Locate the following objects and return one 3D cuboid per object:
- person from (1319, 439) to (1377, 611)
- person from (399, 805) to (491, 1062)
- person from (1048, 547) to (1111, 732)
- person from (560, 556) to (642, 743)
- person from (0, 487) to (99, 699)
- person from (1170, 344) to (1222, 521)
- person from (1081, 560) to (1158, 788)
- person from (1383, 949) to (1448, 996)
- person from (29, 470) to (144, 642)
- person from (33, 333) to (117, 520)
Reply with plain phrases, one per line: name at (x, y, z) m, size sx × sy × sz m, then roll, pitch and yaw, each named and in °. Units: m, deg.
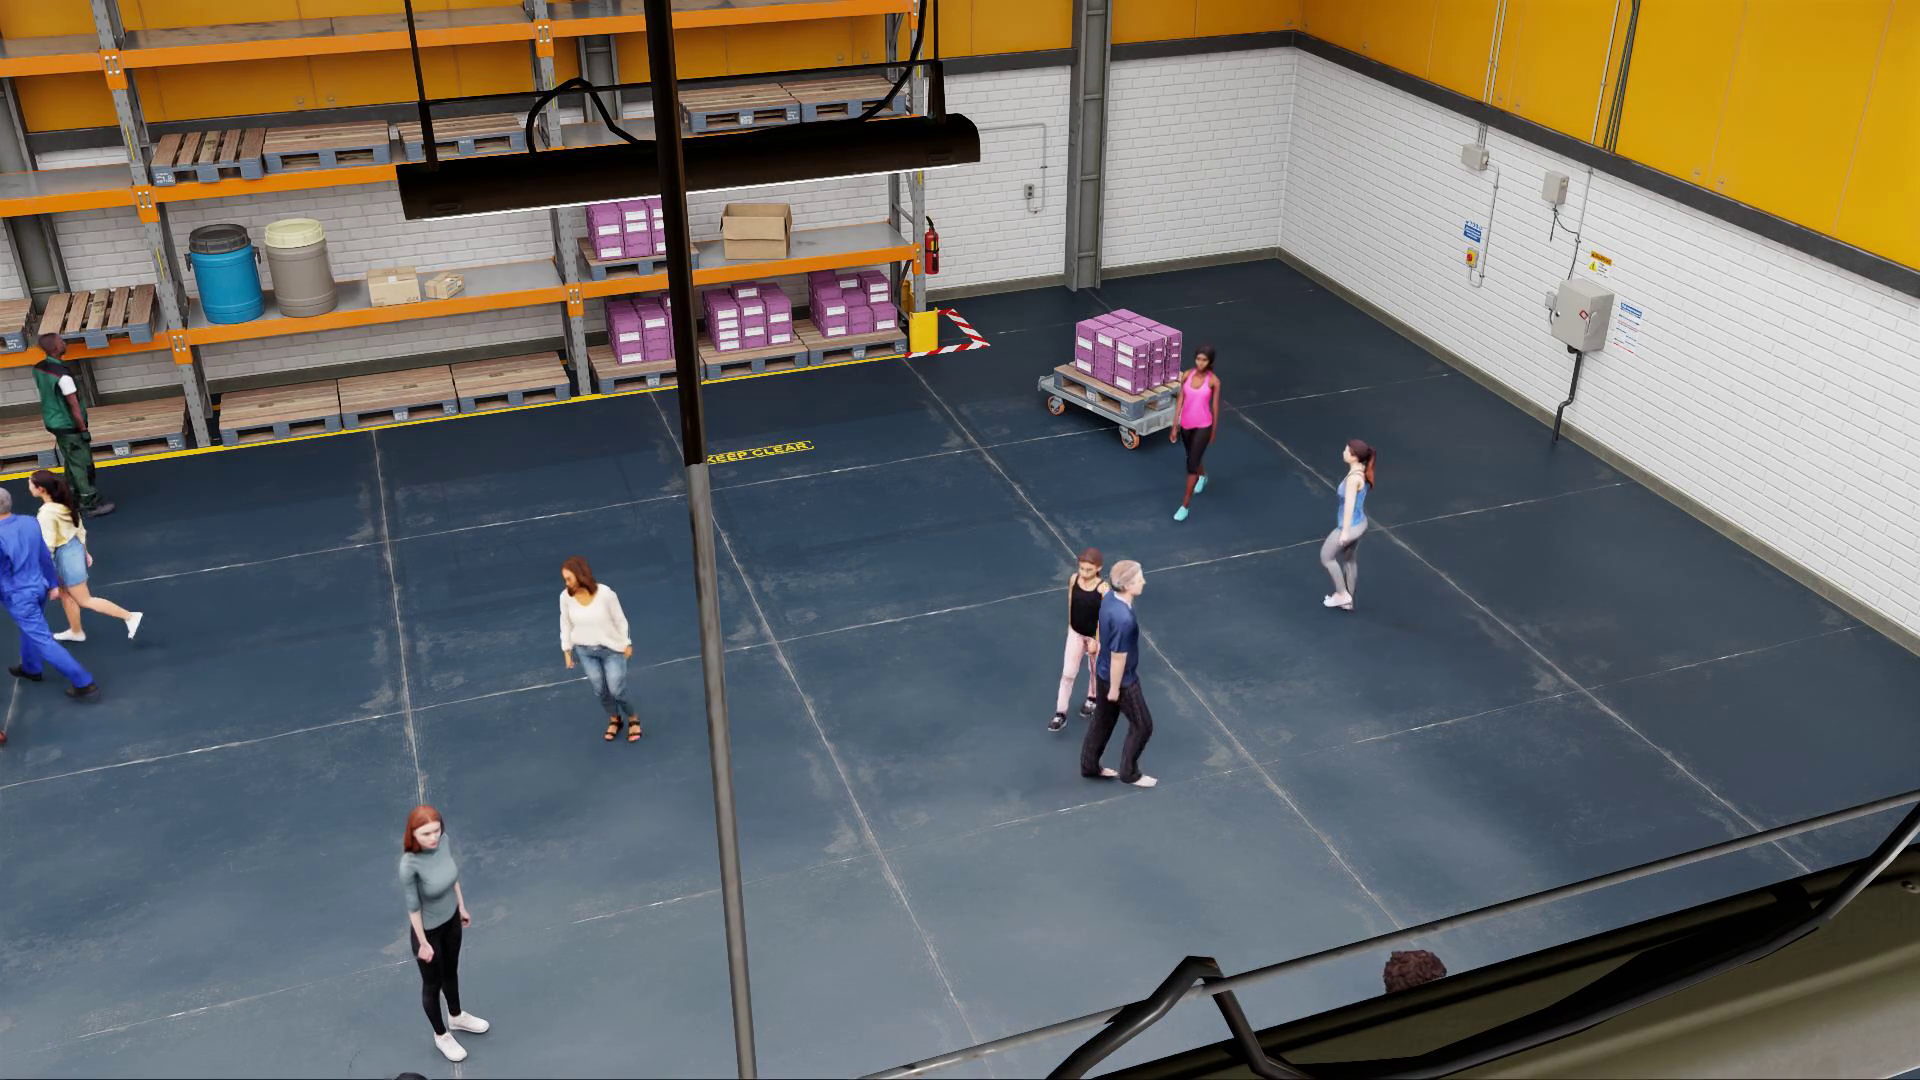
person at (3.405, -0.102, 14.271) m, size 0.764 × 1.603 × 0.693 m, roll 16°, pitch 32°, yaw 27°
person at (-3.071, 2.273, 9.771) m, size 0.727 × 1.743 × 0.669 m, roll 12°, pitch 31°, yaw 21°
person at (1.021, 0.700, 12.866) m, size 0.858 × 1.541 × 0.918 m, roll 13°, pitch 31°, yaw 22°
person at (-2.676, 0.805, 12.561) m, size 0.725 × 1.649 × 0.827 m, roll -2°, pitch 29°, yaw -3°
person at (-7.256, 0.458, 13.049) m, size 1.294 × 1.789 × 1.120 m, roll 6°, pitch 29°, yaw 12°
person at (2.300, -1.102, 16.019) m, size 0.983 × 1.685 × 1.158 m, roll 18°, pitch 33°, yaw 30°
person at (1.048, 0.984, 12.020) m, size 0.873 × 1.853 × 0.792 m, roll -2°, pitch 29°, yaw -4°
person at (2.161, 2.886, 8.615) m, size 1.256 × 1.774 × 0.962 m, roll 0°, pitch 29°, yaw 1°
person at (-7.296, 0.174, 13.756) m, size 1.096 × 1.611 × 0.782 m, roll -3°, pitch 29°, yaw -6°
person at (-8.501, -1.098, 15.852) m, size 0.790 × 1.838 × 0.801 m, roll 23°, pitch 36°, yaw 36°
